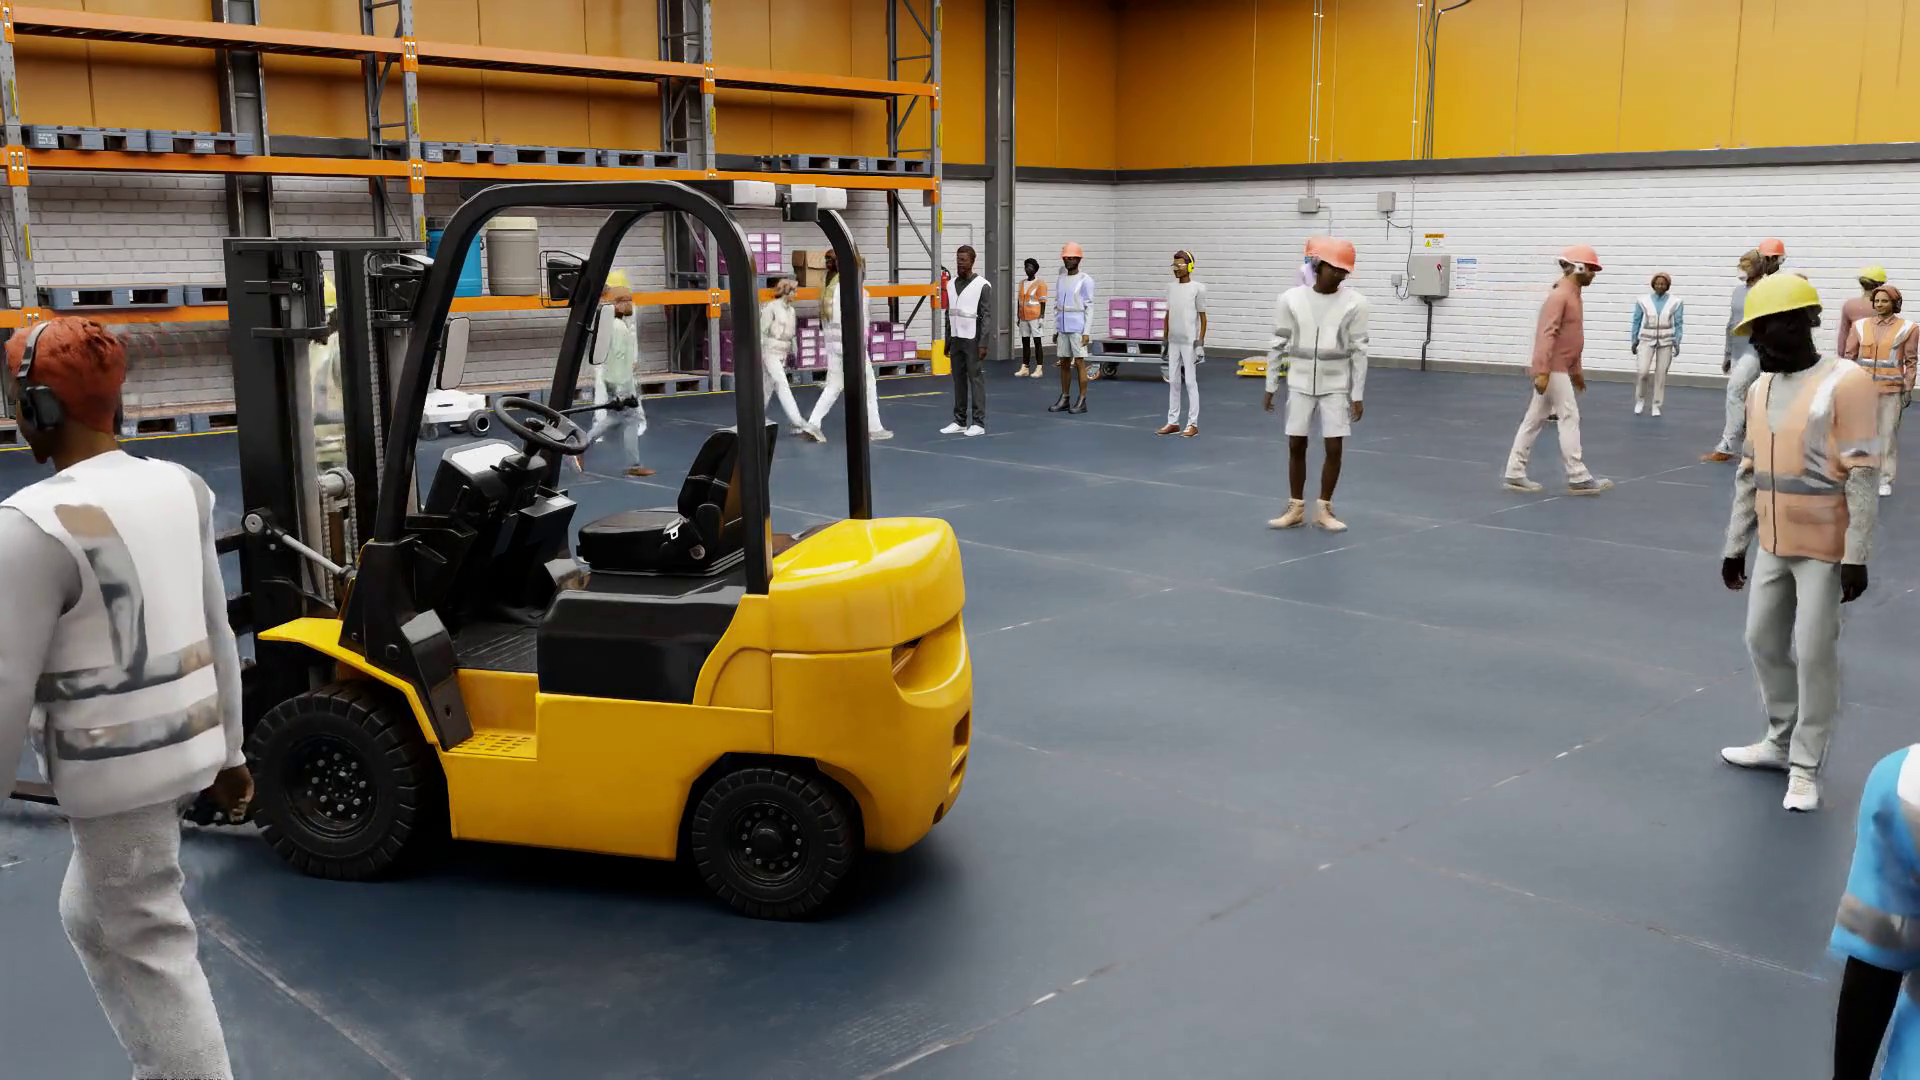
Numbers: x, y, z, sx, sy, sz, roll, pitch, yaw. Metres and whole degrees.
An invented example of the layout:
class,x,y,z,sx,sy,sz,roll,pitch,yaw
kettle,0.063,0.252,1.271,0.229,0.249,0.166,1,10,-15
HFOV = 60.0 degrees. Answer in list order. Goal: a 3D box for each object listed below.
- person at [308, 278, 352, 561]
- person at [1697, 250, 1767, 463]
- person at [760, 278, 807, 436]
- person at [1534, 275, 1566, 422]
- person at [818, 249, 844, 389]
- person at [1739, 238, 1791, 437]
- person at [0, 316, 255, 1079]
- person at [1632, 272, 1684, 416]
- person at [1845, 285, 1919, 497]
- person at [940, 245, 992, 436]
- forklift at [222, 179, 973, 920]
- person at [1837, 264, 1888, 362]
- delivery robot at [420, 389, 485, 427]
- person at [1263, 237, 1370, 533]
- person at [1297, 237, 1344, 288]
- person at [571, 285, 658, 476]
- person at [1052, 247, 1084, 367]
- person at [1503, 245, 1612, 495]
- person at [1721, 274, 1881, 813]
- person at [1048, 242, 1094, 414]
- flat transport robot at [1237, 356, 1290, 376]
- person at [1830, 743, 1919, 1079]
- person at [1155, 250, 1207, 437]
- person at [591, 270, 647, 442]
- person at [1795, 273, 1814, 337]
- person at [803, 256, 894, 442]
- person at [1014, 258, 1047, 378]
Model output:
class,x,y,z,sx,sy,sz,roll,pitch,yaw
person,-3.294,-0.481,8.831,0.451,1.813,0.621,-9,13,-39
person,7.127,-1.632,14.848,0.938,1.909,0.638,-1,10,-4
person,-1.802,-1.819,16.686,0.831,1.580,0.568,3,11,18
person,6.363,-2.033,17.817,0.620,1.611,0.323,-6,12,-29
person,-1.659,-2.917,22.026,0.639,1.839,0.430,10,14,43
person,7.998,-1.992,16.531,0.622,1.993,0.381,10,14,44
person,-1.761,0.484,3.402,0.588,1.864,0.571,0,10,3
person,7.788,-2.183,18.596,0.526,1.615,0.405,4,11,19
person,7.155,-1.161,12.971,0.522,1.640,0.306,10,14,44
person,0.075,-2.023,16.919,0.602,1.918,0.373,10,14,44
forklift,-1.114,-0.058,5.440,2.313,2.155,1.214,2,11,13
person,8.654,-1.770,16.004,0.678,1.748,0.528,-5,12,-26
delivery robot,-5.124,-1.337,16.631,0.477,0.478,0.707,10,14,42
person,2.406,-1.025,11.266,0.694,2.007,0.405,4,11,21
person,4.564,-2.827,21.068,0.635,2.002,0.527,6,12,31
person,-2.907,-1.315,13.872,0.657,1.613,0.506,-5,12,-26
person,1.670,-3.586,25.592,0.531,1.860,0.318,10,14,44
person,4.738,-1.323,13.020,0.900,1.939,0.641,5,11,24
person,3.004,0.009,5.951,0.432,1.885,0.683,-3,11,-14
person,1.266,-2.411,18.960,0.552,1.942,0.340,10,14,44
flat transport robot,4.478,-2.530,24.172,0.652,0.197,1.431,4,11,20
person,1.478,0.798,2.234,0.548,1.644,0.889,9,14,39
person,2.237,-1.973,16.769,0.531,1.870,0.318,10,14,44
person,-3.402,-1.829,16.492,0.512,1.685,0.884,4,11,19
person,9.922,-2.406,19.949,0.557,1.567,0.919,2,11,12
person,-1.127,-1.868,16.295,0.973,1.846,0.592,-8,13,-38
person,1.005,-3.164,23.726,0.541,1.700,0.315,10,14,44
